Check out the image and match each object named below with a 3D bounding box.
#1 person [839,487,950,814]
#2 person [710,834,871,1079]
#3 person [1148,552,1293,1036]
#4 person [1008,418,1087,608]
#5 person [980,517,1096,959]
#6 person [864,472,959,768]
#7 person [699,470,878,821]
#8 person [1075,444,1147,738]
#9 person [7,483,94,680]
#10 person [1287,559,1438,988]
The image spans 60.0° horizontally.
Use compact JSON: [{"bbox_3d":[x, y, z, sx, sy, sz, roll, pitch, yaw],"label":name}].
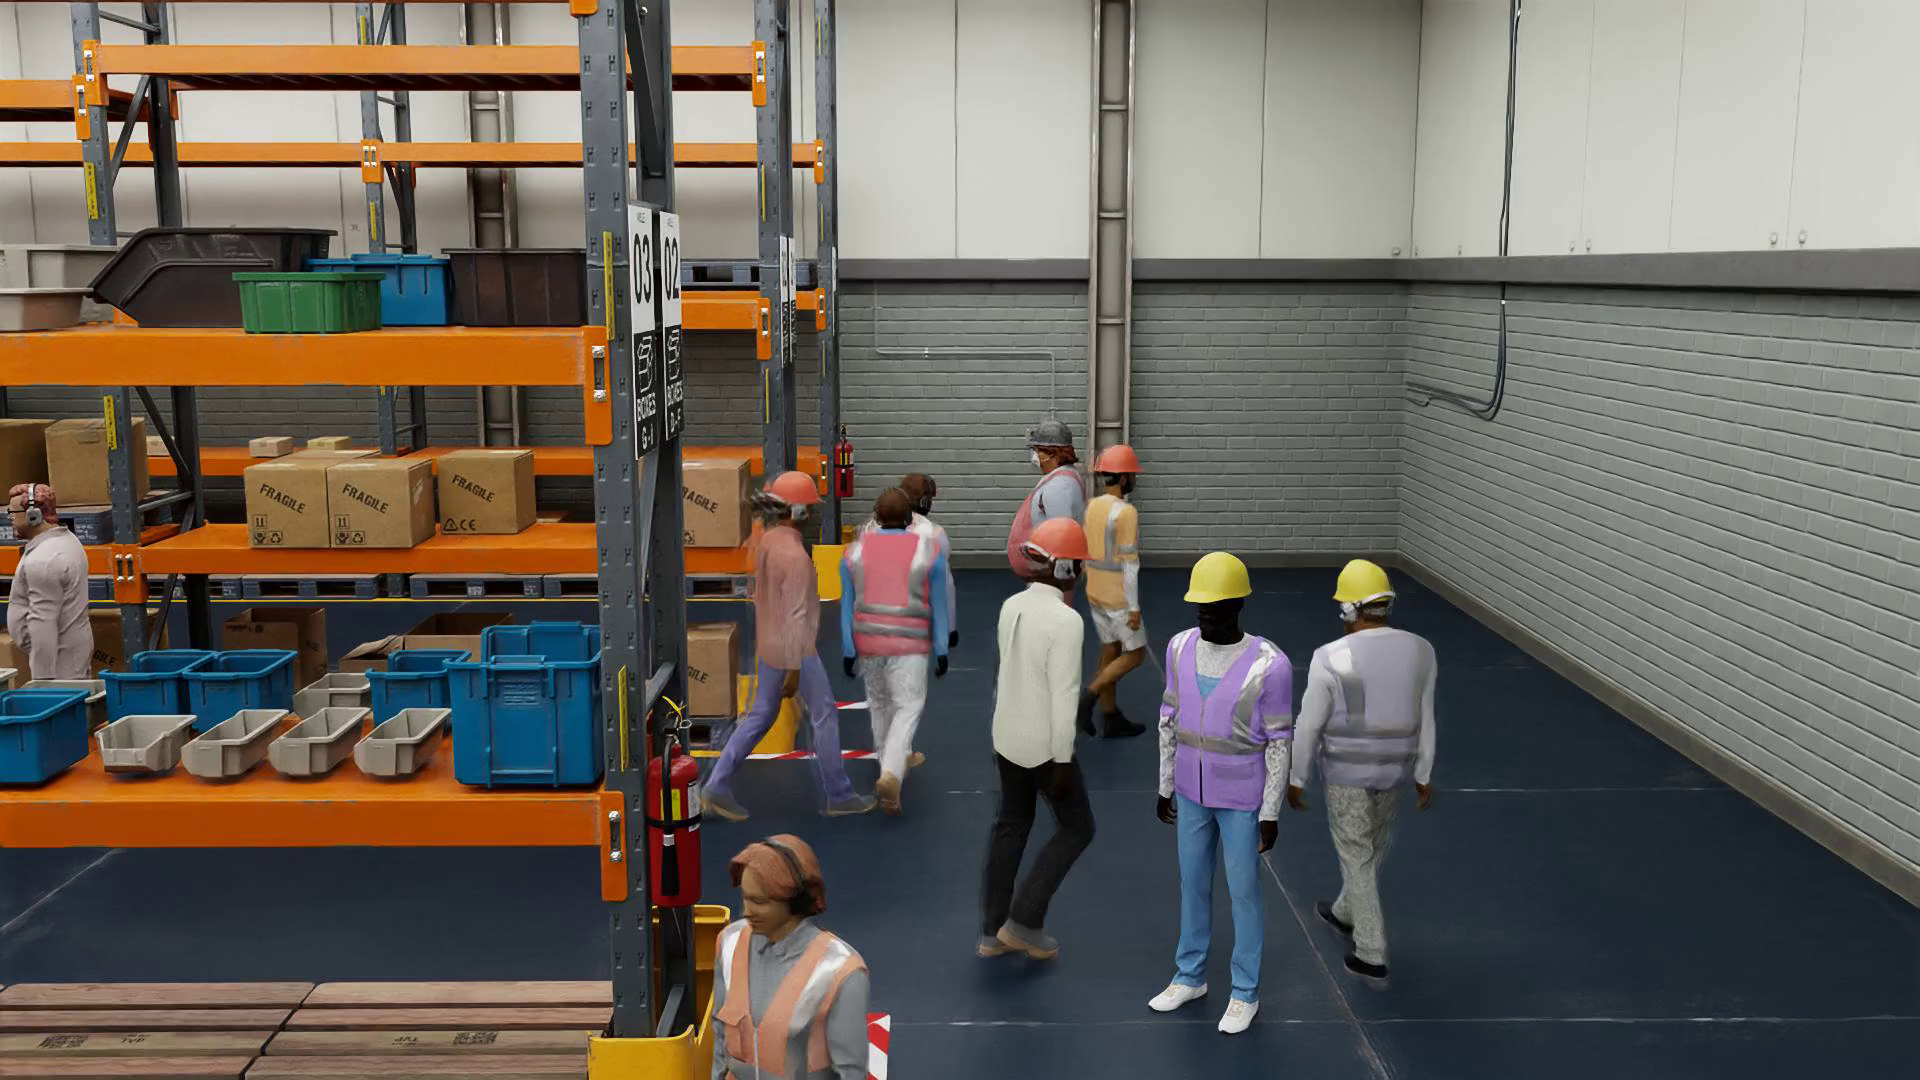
[{"bbox_3d":[-0.393,0.610,9.432,0.631,1.807,0.883,2,10,14],"label":"person"},{"bbox_3d":[-0.425,1.536,4.264,0.524,1.632,0.314,7,12,37],"label":"person"},{"bbox_3d":[1.034,0.998,6.654,0.588,1.927,0.371,8,12,40],"label":"person"},{"bbox_3d":[0.590,0.184,11.295,0.537,2.000,0.683,1,9,7],"label":"person"},{"bbox_3d":[0.356,0.882,7.257,0.544,1.958,0.651,-5,10,-28],"label":"person"},{"bbox_3d":[-0.296,0.497,10.104,0.496,1.818,0.639,-9,13,-43],"label":"person"},{"bbox_3d":[-0.993,0.592,9.101,0.965,1.956,0.607,-5,11,-30],"label":"person"},{"bbox_3d":[0.945,0.353,10.618,0.545,1.925,0.571,-4,10,-24],"label":"person"},{"bbox_3d":[-4.910,0.634,8.992,0.394,1.898,0.641,-3,10,-18],"label":"person"},{"bbox_3d":[1.702,0.971,7.212,0.618,1.796,0.766,-3,10,-19],"label":"person"}]
